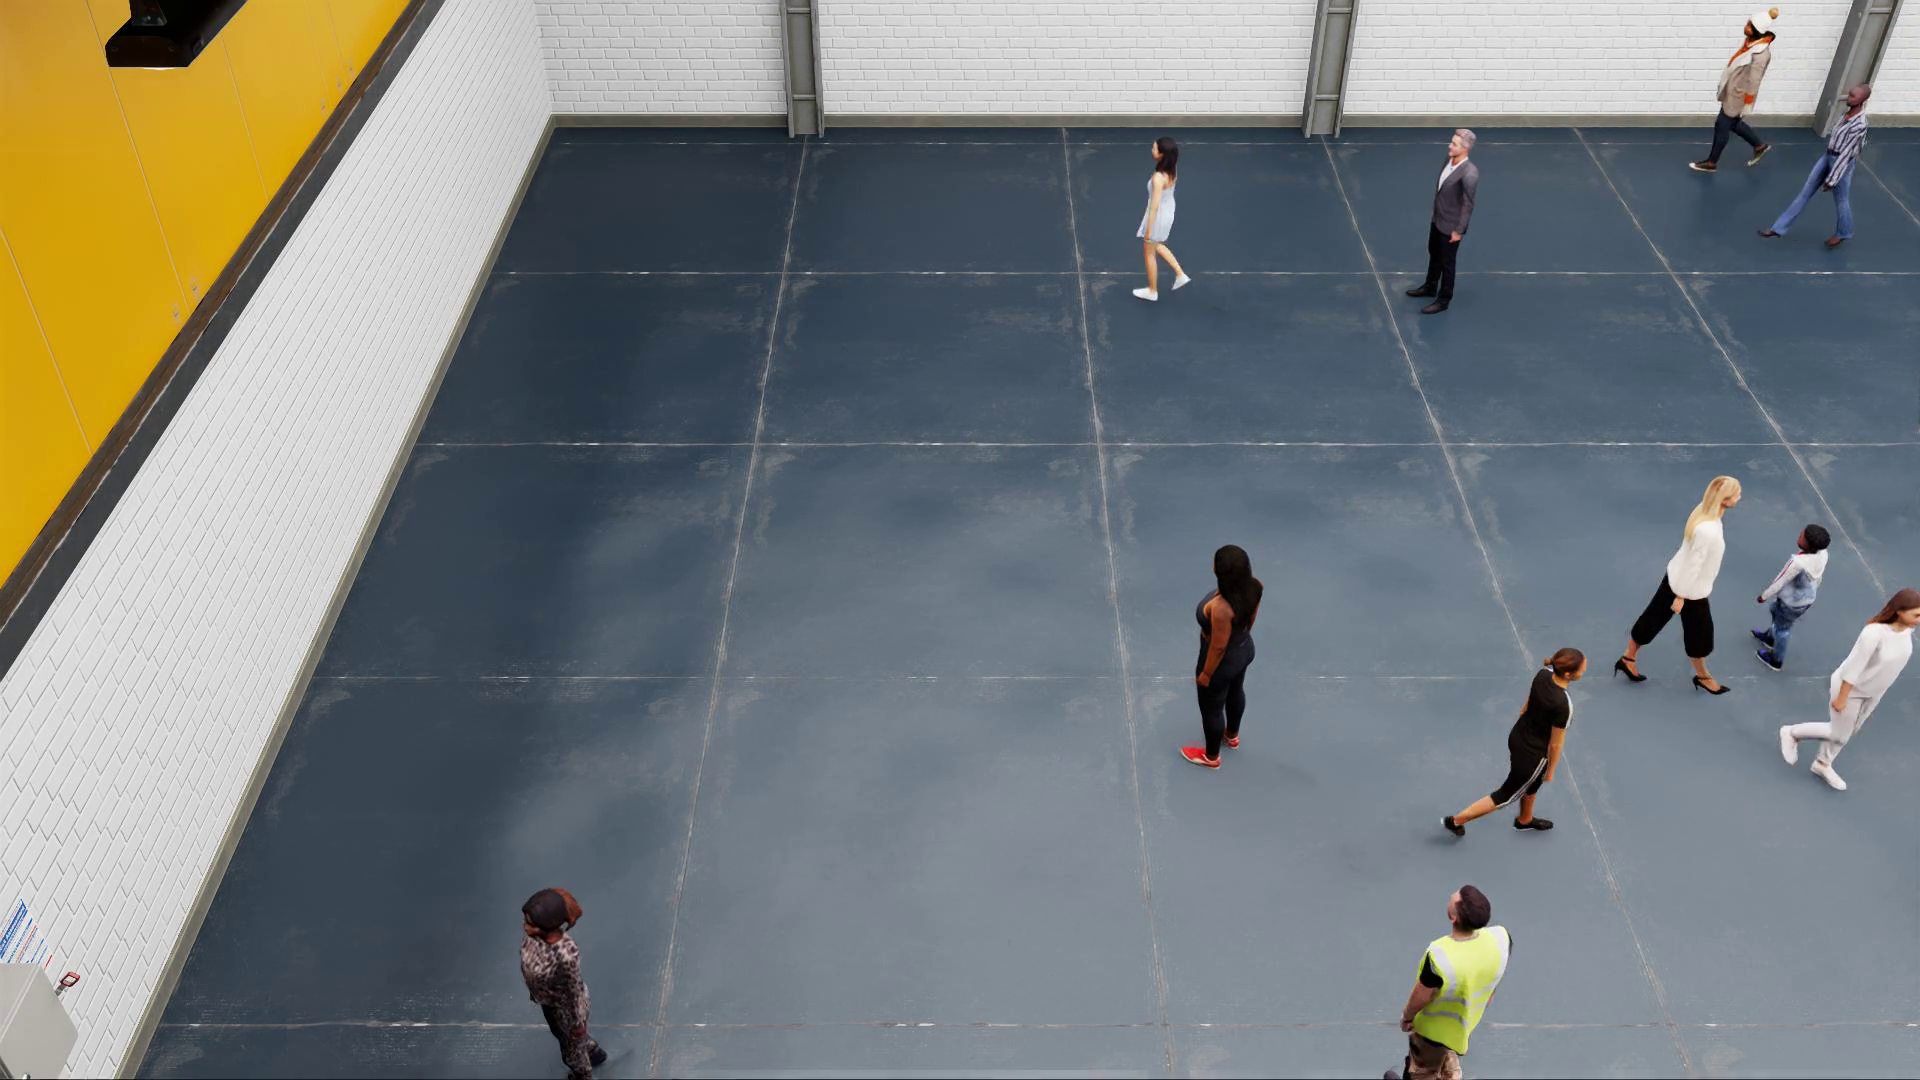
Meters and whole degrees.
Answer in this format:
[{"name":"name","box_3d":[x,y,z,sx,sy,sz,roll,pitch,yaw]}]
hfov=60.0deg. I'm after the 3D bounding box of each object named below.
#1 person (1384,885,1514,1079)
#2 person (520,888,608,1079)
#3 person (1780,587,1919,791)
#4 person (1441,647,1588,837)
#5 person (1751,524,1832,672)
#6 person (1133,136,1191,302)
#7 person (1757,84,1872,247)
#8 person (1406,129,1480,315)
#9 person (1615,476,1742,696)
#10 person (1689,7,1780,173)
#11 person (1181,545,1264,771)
[{"name":"person","box_3d":[2.621,2.534,8.820,0.804,1.839,0.898,-15,41,-18]},{"name":"person","box_3d":[-2.132,2.465,9.001,0.800,1.720,0.740,-30,47,-32]},{"name":"person","box_3d":[5.886,0.912,10.981,0.802,1.676,0.834,-17,42,-20]},{"name":"person","box_3d":[3.524,1.323,10.499,1.009,1.635,0.577,-1,39,-1]},{"name":"person","box_3d":[6.011,0.435,11.922,0.643,1.248,0.682,-16,41,-19]},{"name":"person","box_3d":[1.982,-3.041,15.899,0.891,1.715,0.785,16,41,19]},{"name":"person","box_3d":[8.881,-3.698,16.706,1.179,1.735,0.661,0,39,0]},{"name":"person","box_3d":[4.643,-3.054,15.815,0.658,1.840,0.749,-7,39,-8]},{"name":"person","box_3d":[4.965,0.319,11.604,1.091,1.826,0.836,10,40,12]},{"name":"person","box_3d":[8.596,-4.876,18.076,1.129,1.867,0.852,8,39,10]},{"name":"person","box_3d":[1.762,0.770,11.048,0.828,1.815,0.786,27,46,30]}]
